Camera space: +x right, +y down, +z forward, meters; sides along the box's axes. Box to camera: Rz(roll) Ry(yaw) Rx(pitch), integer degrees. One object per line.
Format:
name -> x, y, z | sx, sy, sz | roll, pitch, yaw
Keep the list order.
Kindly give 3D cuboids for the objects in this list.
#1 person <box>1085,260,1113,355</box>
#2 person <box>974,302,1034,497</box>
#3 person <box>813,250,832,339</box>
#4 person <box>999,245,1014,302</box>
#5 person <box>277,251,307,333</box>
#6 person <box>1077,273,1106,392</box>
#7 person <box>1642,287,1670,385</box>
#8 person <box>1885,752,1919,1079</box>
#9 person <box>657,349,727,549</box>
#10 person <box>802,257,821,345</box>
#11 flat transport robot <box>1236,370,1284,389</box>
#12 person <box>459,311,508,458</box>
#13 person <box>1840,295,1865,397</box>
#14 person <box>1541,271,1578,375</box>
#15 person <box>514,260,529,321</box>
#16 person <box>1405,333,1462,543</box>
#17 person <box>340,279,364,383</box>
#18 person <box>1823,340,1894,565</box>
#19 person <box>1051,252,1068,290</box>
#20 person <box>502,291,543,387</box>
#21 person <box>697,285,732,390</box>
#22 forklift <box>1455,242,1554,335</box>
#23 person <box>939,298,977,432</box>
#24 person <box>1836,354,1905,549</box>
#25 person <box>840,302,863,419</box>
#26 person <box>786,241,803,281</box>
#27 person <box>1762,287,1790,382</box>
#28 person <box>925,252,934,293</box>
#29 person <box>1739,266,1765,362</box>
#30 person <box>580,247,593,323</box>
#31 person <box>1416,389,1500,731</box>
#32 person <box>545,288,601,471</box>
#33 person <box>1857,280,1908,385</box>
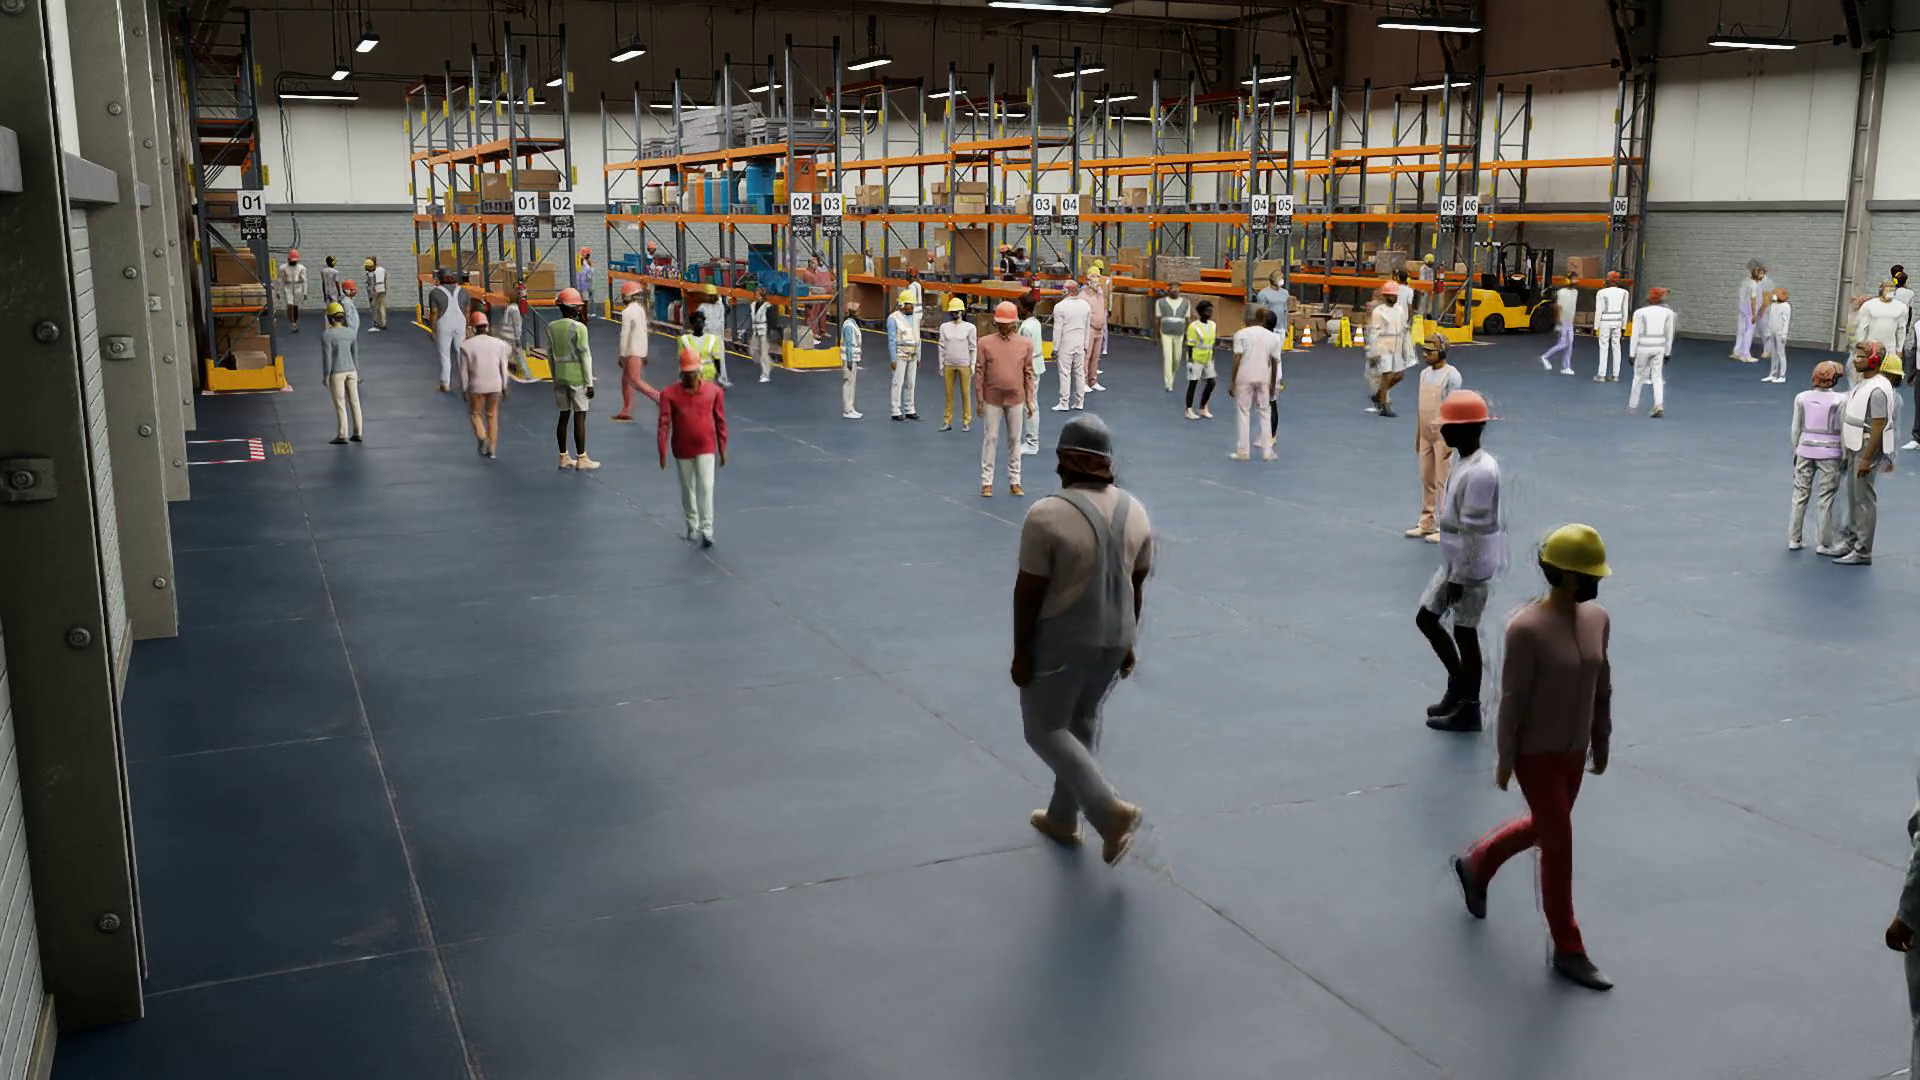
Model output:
person -> 2.808, -4.723, 33.816 | 0.592, 1.930, 0.356 | -2, 11, -10
person -> 0.451, -1.426, 16.920 | 0.609, 1.986, 0.391 | -1, 11, -6
person -> -3.191, -5.649, 38.242 | 0.538, 2.000, 0.690 | 8, 13, 34
person -> 1.207, -6.857, 44.426 | 0.409, 2.028, 0.612 | 6, 13, 27
person -> -16.136, -5.994, 40.191 | 0.661, 1.970, 1.050 | -6, 13, -29
person -> 2.140, -3.349, 26.892 | 0.409, 1.907, 0.651 | 9, 14, 38
person -> 11.738, -3.432, 28.023 | 0.514, 1.633, 0.313 | -7, 13, -32
person -> 2.930, 1.063, 4.908 | 0.484, 1.735, 0.311 | -5, 12, -24
person -> -2.314, -0.788, 14.375 | 0.595, 1.699, 0.896 | -2, 11, -8
person -> -3.243, -5.258, 36.610 | 0.404, 1.903, 0.636 | 1, 11, 3
flat transport robot -> 4.926, -2.651, 27.515 | 0.652, 0.197, 1.431 | 0, 11, 2
person -> -5.582, -1.815, 19.533 | 0.565, 1.735, 0.445 | -6, 12, -27
person -> 13.937, -3.003, 25.895 | 0.463, 1.607, 0.519 | 1, 11, 4
person -> 10.830, -3.896, 29.832 | 0.518, 1.853, 0.572 | -7, 13, -30
person -> -11.772, -6.727, 44.413 | 0.527, 1.772, 0.306 | -8, 14, -36
person -> 4.177, -0.896, 14.613 | 0.345, 1.840, 0.503 | -5, 12, -22
person -> -10.342, -3.543, 28.264 | 0.333, 1.753, 0.562 | -4, 12, -19
person -> 7.426, -0.712, 13.646 | 0.390, 1.846, 0.565 | 3, 12, 16
person -> 2.860, -7.341, 47.561 | 0.565, 1.755, 0.323 | -2, 11, -11
person -> -7.405, -3.355, 27.729 | 0.869, 1.574, 0.583 | -4, 12, -21
person -> -4.029, -3.300, 27.166 | 0.496, 1.701, 0.823 | -6, 13, -28
forklift -> 13.047, -6.049, 39.881 | 2.313, 2.155, 1.214 | -5, 12, -23
person -> -0.034, -2.301, 21.924 | 0.526, 1.768, 0.330 | 4, 12, 18
person -> 7.616, -0.708, 13.945 | 0.504, 1.708, 0.560 | -2, 11, -12
person -> -1.533, -2.527, 23.422 | 0.311, 1.631, 0.504 | 1, 11, 4
person -> -4.947, -8.043, 50.511 | 0.881, 2.005, 0.614 | 5, 12, 23
person -> 13.964, -3.502, 28.398 | 0.283, 1.625, 0.496 | -1, 11, -6
person -> -0.872, -7.476, 48.308 | 0.383, 1.738, 0.580 | 1, 11, 6
person -> 15.350, -4.368, 32.226 | 0.328, 1.844, 0.514 | 3, 12, 17
person -> -9.841, -6.693, 43.701 | 0.408, 1.987, 0.607 | -3, 12, -17
person -> 2.754, 0.131, 9.190 | 0.422, 1.922, 0.542 | 1, 11, 3
person -> -4.342, -1.794, 18.644 | 0.608, 2.044, 0.370 | 7, 13, 31
person -> 13.219, -2.766, 23.885 | 0.631, 1.932, 0.362 | 3, 11, 14
